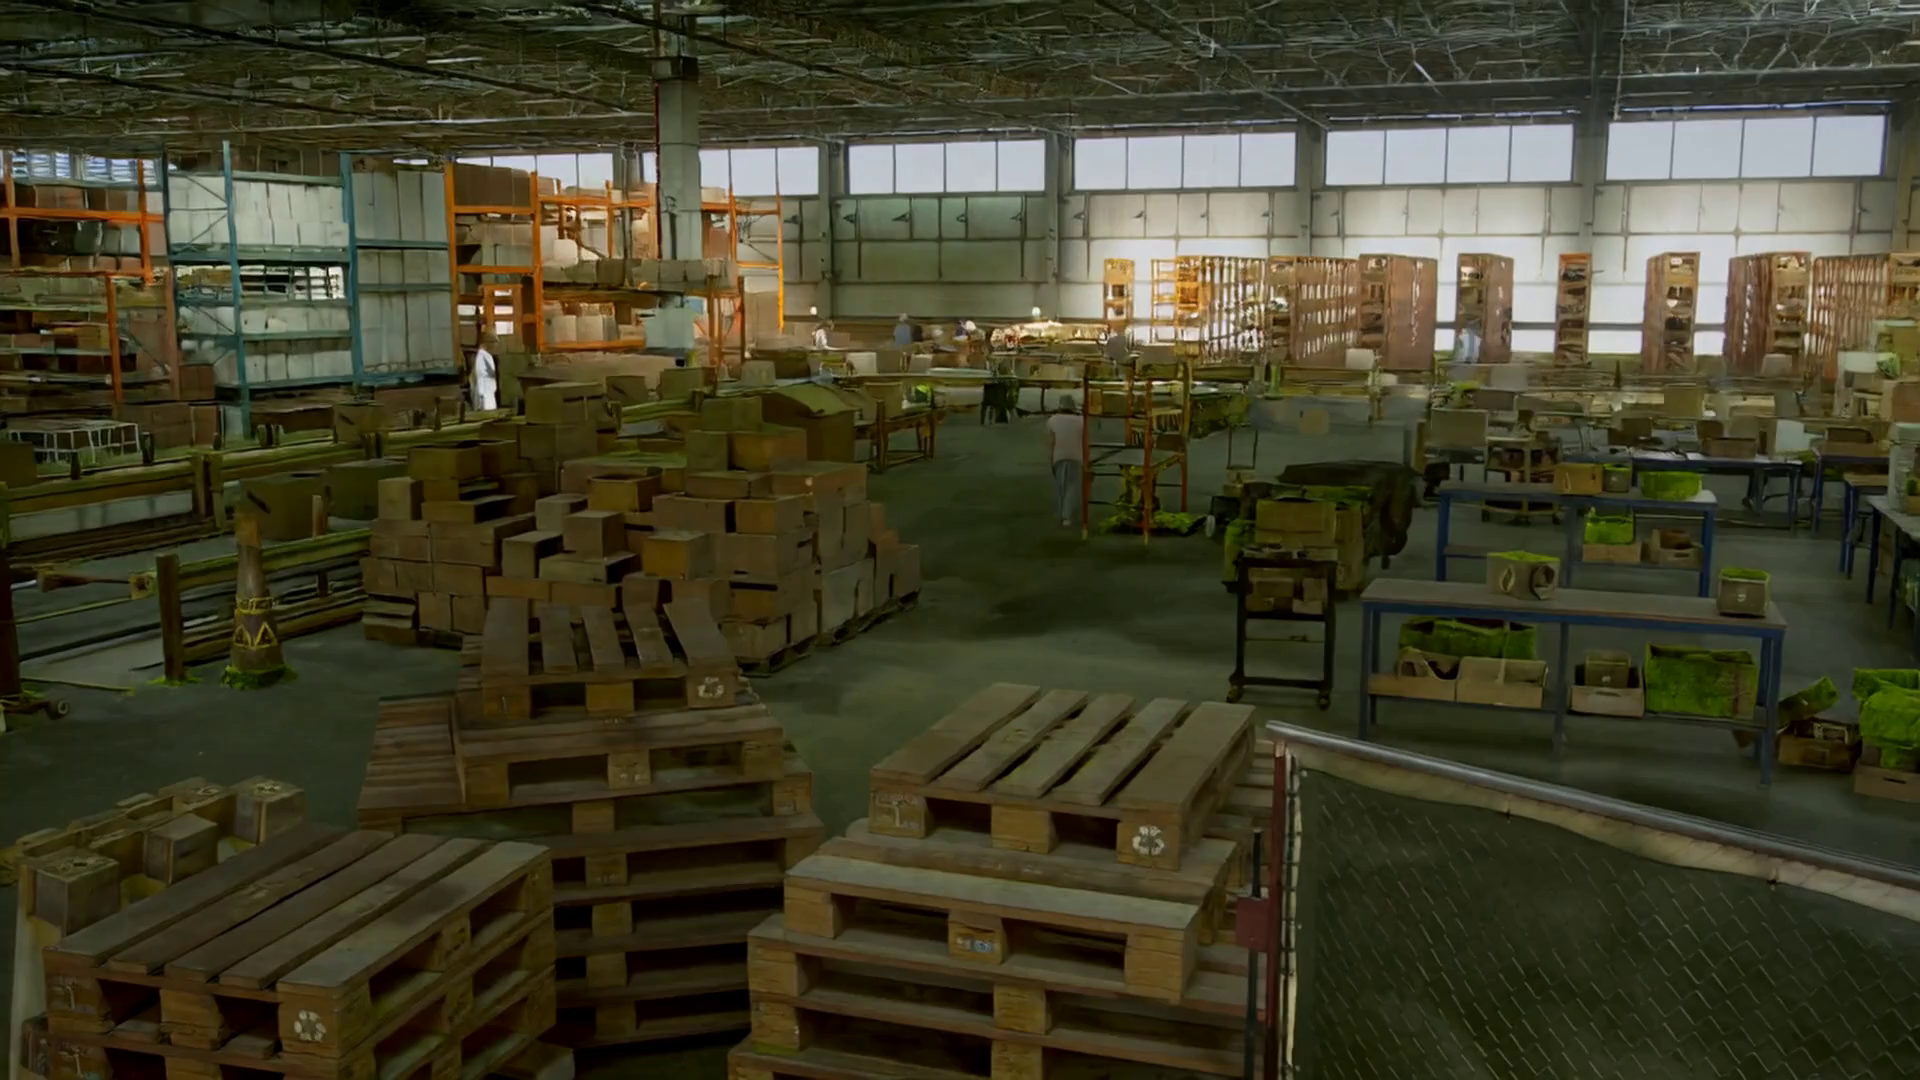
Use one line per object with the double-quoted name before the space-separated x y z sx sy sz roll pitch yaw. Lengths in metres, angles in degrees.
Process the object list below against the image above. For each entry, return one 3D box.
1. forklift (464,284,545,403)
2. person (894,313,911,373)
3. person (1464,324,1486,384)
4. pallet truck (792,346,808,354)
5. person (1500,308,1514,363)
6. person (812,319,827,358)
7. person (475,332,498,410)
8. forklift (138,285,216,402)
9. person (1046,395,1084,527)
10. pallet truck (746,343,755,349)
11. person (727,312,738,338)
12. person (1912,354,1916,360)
"forklift" -10.832 -4.702 39.610 1.129 2.768 1.873 3 10 20
"person" -1.751 -5.861 49.975 0.574 1.893 0.655 7 11 37
"person" 13.193 -4.631 42.576 0.969 1.791 0.584 5 11 30
"pallet truck" -3.705 -4.298 42.022 0.653 1.274 1.630 3 10 20
"person" 16.582 -6.000 50.388 0.377 2.044 0.607 -1 9 -9
"person" -4.102 -5.471 47.876 0.939 1.781 0.596 5 10 27
"person" -8.264 -2.620 29.189 0.392 2.034 0.605 0 9 -2
"forklift" -17.480 -4.200 36.461 1.873 2.768 1.129 3 10 19
"person" 1.290 -0.965 20.185 0.505 1.592 0.860 2 9 11
"pallet truck" -6.183 -4.618 44.264 1.601 1.201 0.680 -9 12 -43
"person" -8.105 -7.246 59.172 0.534 1.736 0.821 3 10 18
"person" 20.569 -3.531 35.826 0.560 1.730 0.734 -6 11 -32
